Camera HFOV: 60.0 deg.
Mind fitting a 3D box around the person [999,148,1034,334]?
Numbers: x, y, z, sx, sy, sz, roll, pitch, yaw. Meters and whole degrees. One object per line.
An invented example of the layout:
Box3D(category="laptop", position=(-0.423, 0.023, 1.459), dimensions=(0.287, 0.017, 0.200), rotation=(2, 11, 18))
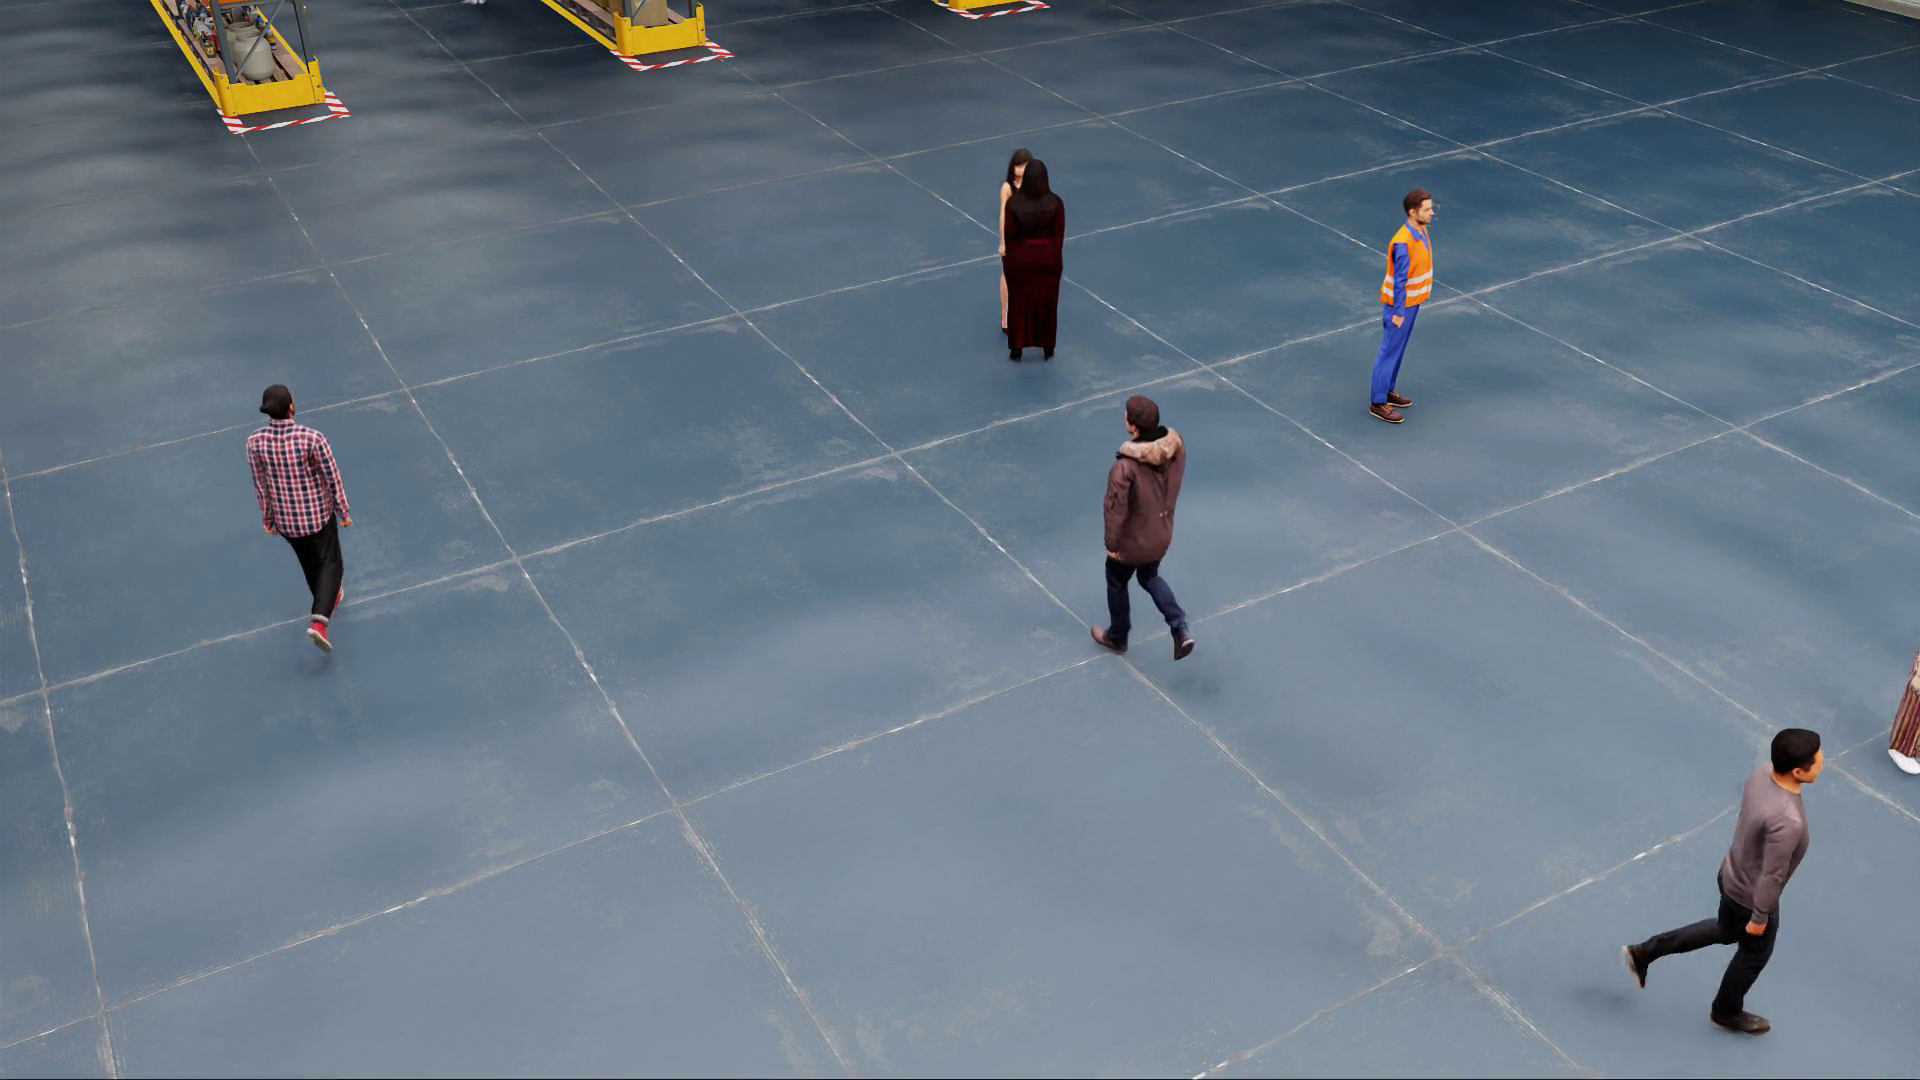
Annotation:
Box3D(category="person", position=(0.510, -2.604, 14.401), dimensions=(0.573, 1.646, 0.516), rotation=(-13, 34, -19))

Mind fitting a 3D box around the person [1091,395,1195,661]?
Box3D(category="person", position=(1.160, -0.017, 10.131), dimensions=(0.848, 1.827, 1.031), rotation=(-24, 39, -33))

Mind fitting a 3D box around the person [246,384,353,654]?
Box3D(category="person", position=(-4.117, -0.120, 10.381), dimensions=(1.017, 1.734, 1.176), rotation=(0, 32, 1))

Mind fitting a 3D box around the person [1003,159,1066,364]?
Box3D(category="person", position=(0.614, -2.308, 13.827), dimensions=(0.750, 1.757, 0.748), rotation=(-2, 32, -4))

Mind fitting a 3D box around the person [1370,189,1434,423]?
Box3D(category="person", position=(3.459, -1.850, 13.001), dimensions=(0.798, 1.864, 0.782), rotation=(15, 35, 23))

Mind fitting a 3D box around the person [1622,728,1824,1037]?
Box3D(category="person", position=(3.559, 1.574, 7.680), dimensions=(1.064, 1.750, 1.011), rotation=(-23, 39, -32))
